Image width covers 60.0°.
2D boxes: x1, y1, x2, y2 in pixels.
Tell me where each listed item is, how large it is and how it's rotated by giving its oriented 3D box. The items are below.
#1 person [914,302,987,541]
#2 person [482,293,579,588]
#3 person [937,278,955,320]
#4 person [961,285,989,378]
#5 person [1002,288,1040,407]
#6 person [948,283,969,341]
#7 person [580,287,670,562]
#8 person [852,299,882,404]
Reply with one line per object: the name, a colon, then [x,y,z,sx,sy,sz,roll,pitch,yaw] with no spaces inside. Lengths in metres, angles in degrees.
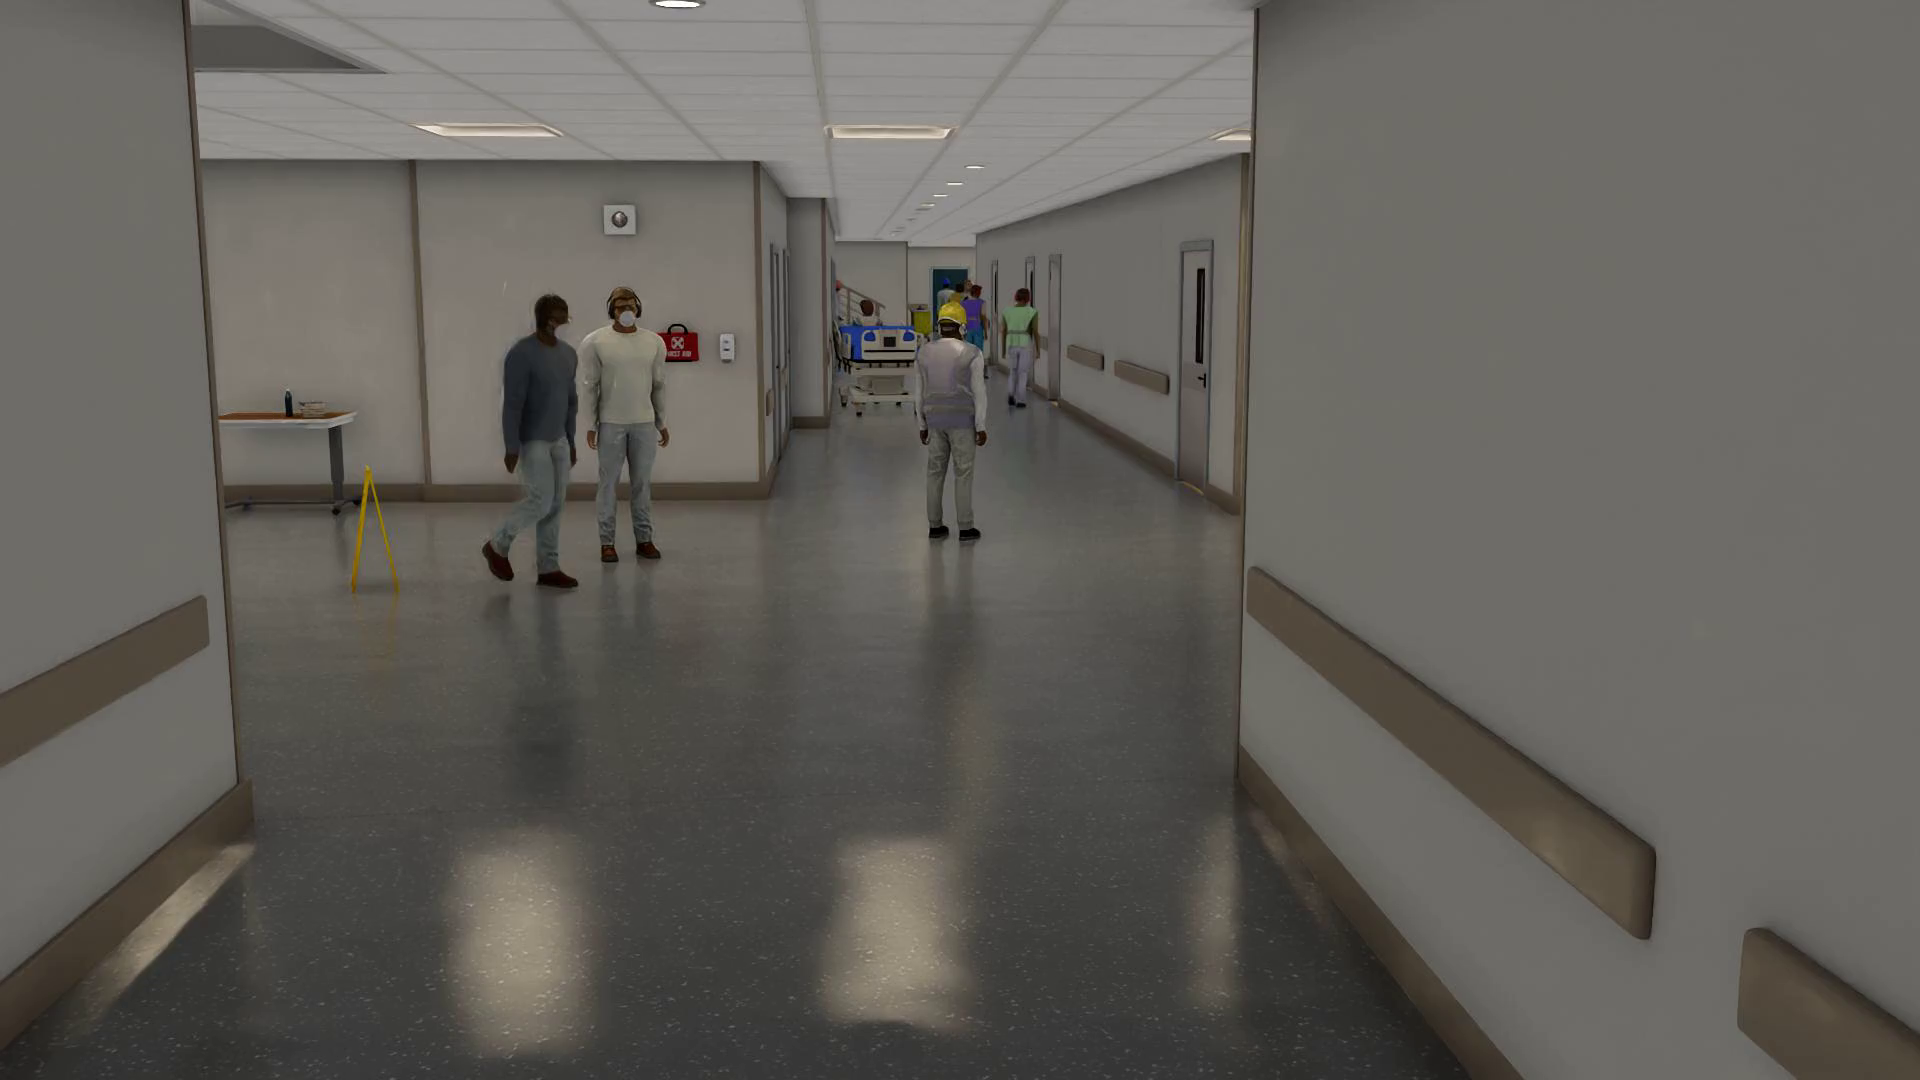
person: [-0.060,-0.903,12.726,0.590,1.824,0.403,4,10,26]
person: [-2.735,-0.624,10.697,0.596,1.916,0.640,3,10,21]
person: [-0.370,-6.204,45.606,0.605,1.944,0.403,-5,10,-29]
person: [0.277,-4.069,32.552,0.564,1.836,0.395,6,11,33]
person: [0.941,-2.942,25.499,0.576,1.826,0.501,4,10,21]
person: [-0.018,-5.703,42.825,0.633,1.830,0.438,5,10,29]
person: [-2.364,-0.817,11.806,0.627,1.940,0.372,-5,10,-28]
person: [-1.451,-2.952,26.135,0.521,1.645,0.307,-4,10,-23]
